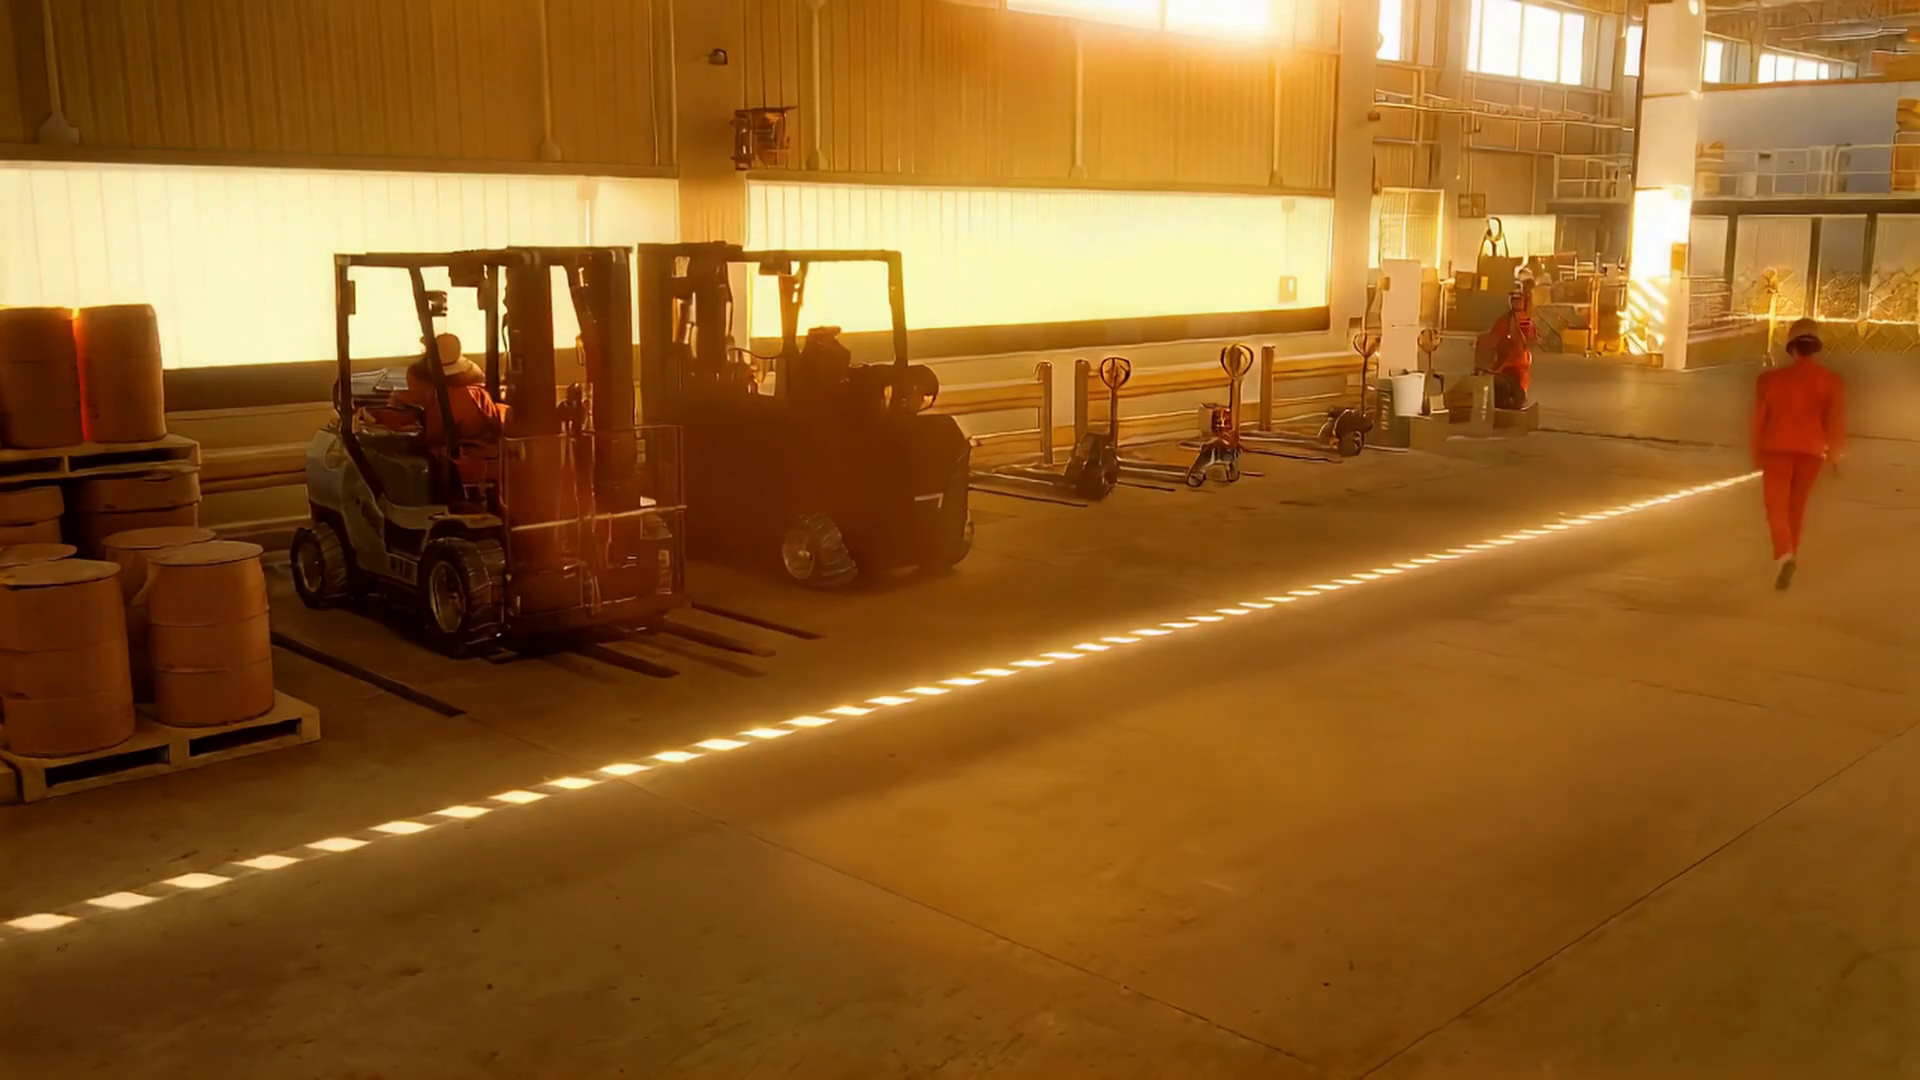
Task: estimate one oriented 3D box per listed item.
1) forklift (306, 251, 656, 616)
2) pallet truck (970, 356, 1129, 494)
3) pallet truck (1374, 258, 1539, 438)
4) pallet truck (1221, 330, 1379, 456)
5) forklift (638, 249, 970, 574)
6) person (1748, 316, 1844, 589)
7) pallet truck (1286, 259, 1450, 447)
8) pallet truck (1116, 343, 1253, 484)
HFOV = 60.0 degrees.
[{"bbox_3d":[-2.833,-0.669,9.694,1.157,1.987,2.680,-10,14,-44],"label":"forklift"},{"bbox_3d":[0.784,-1.085,14.876,0.680,1.201,1.601,-10,14,-44],"label":"pallet truck"},{"bbox_3d":[5.704,-2.208,18.901,1.885,1.965,0.823,10,14,43],"label":"pallet truck"},{"bbox_3d":[3.563,-1.581,17.381,0.653,1.274,1.630,-10,14,-44],"label":"pallet truck"},{"bbox_3d":[-1.173,-0.958,11.239,2.680,1.987,1.157,10,14,43],"label":"forklift"},{"bbox_3d":[5.362,-0.565,10.671,0.528,1.737,0.821,2,11,12],"label":"person"},{"bbox_3d":[4.493,-2.078,18.196,0.823,1.965,1.885,-9,14,-40],"label":"pallet truck"},{"bbox_3d":[1.962,-1.215,15.415,1.522,1.261,0.704,10,14,43],"label":"pallet truck"}]
